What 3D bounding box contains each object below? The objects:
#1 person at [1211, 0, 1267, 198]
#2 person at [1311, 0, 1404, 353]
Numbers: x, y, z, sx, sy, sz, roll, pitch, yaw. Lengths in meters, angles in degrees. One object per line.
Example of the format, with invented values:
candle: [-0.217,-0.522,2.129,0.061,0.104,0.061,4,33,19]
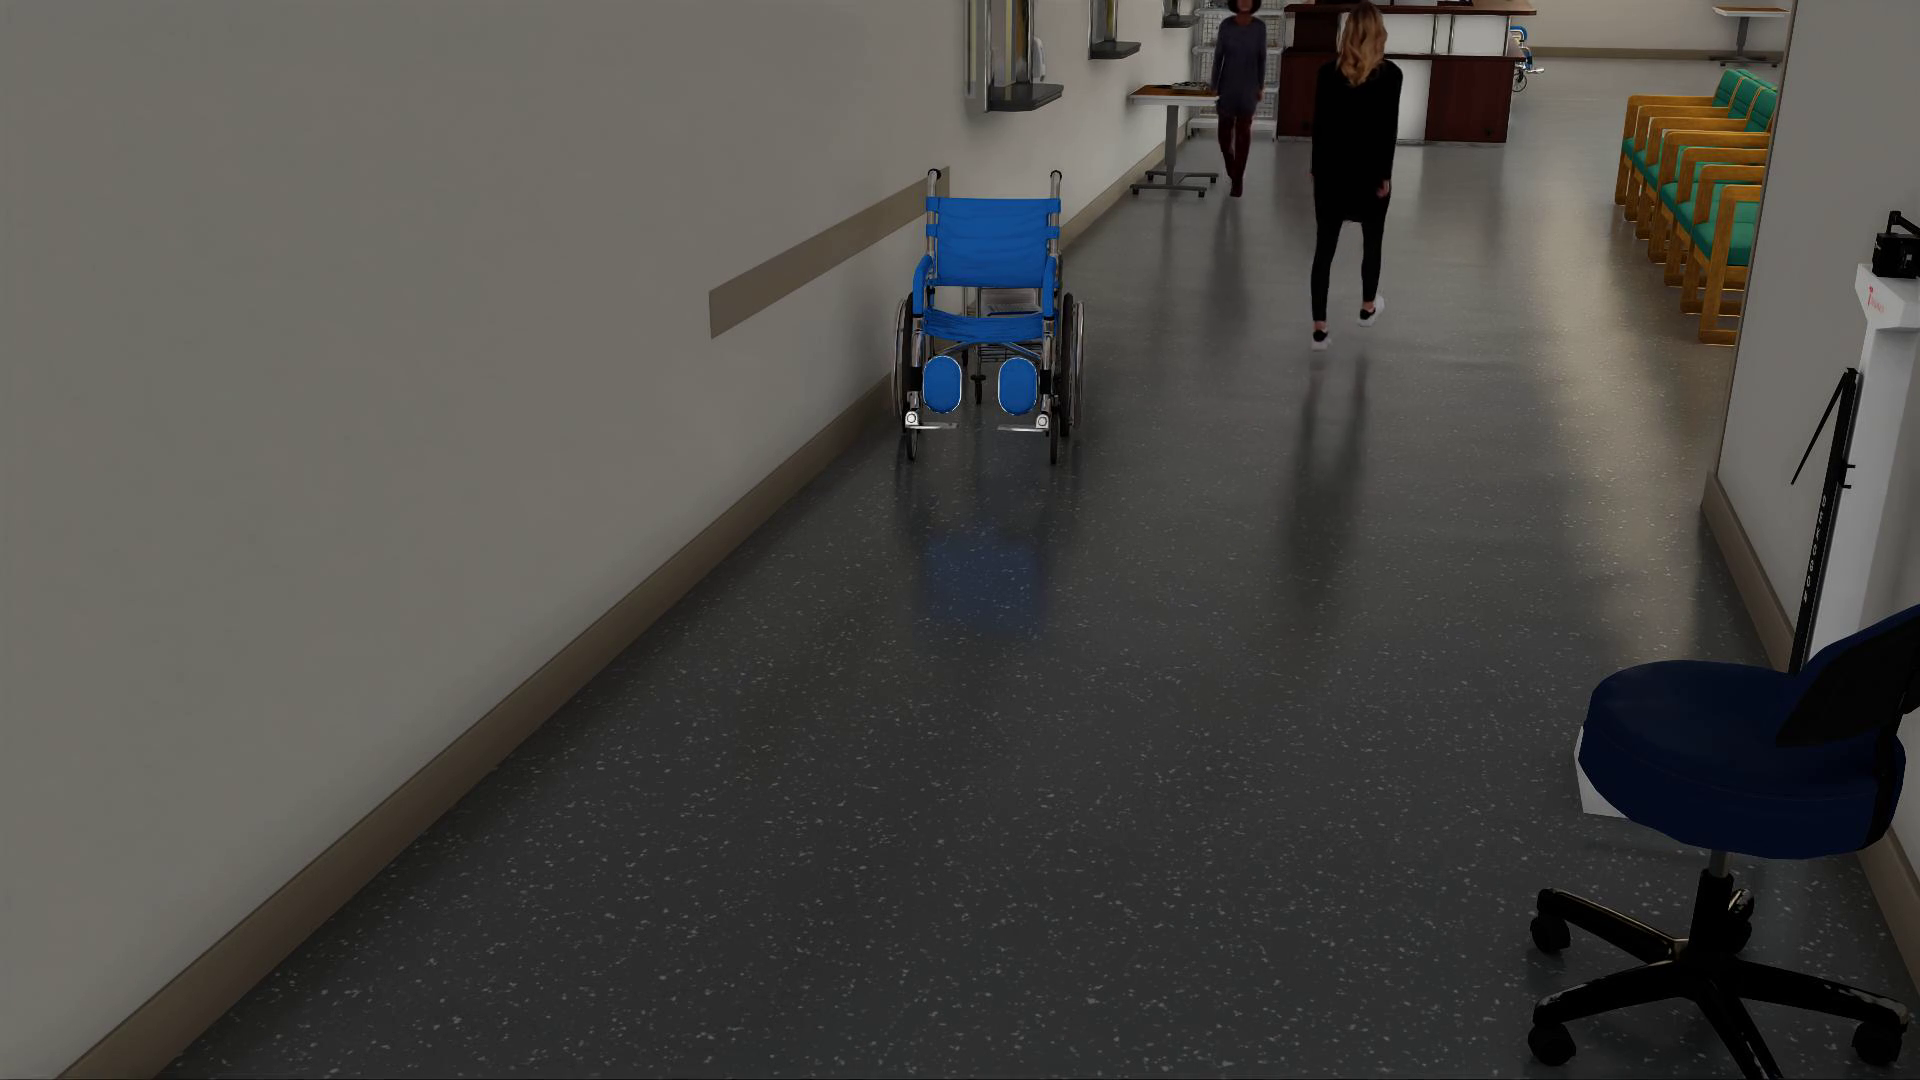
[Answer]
person: [2.276,-3.703,13.702,1.045,1.678,0.704,4,21,10]
person: [2.005,-1.825,8.655,1.147,1.742,0.821,9,23,24]
